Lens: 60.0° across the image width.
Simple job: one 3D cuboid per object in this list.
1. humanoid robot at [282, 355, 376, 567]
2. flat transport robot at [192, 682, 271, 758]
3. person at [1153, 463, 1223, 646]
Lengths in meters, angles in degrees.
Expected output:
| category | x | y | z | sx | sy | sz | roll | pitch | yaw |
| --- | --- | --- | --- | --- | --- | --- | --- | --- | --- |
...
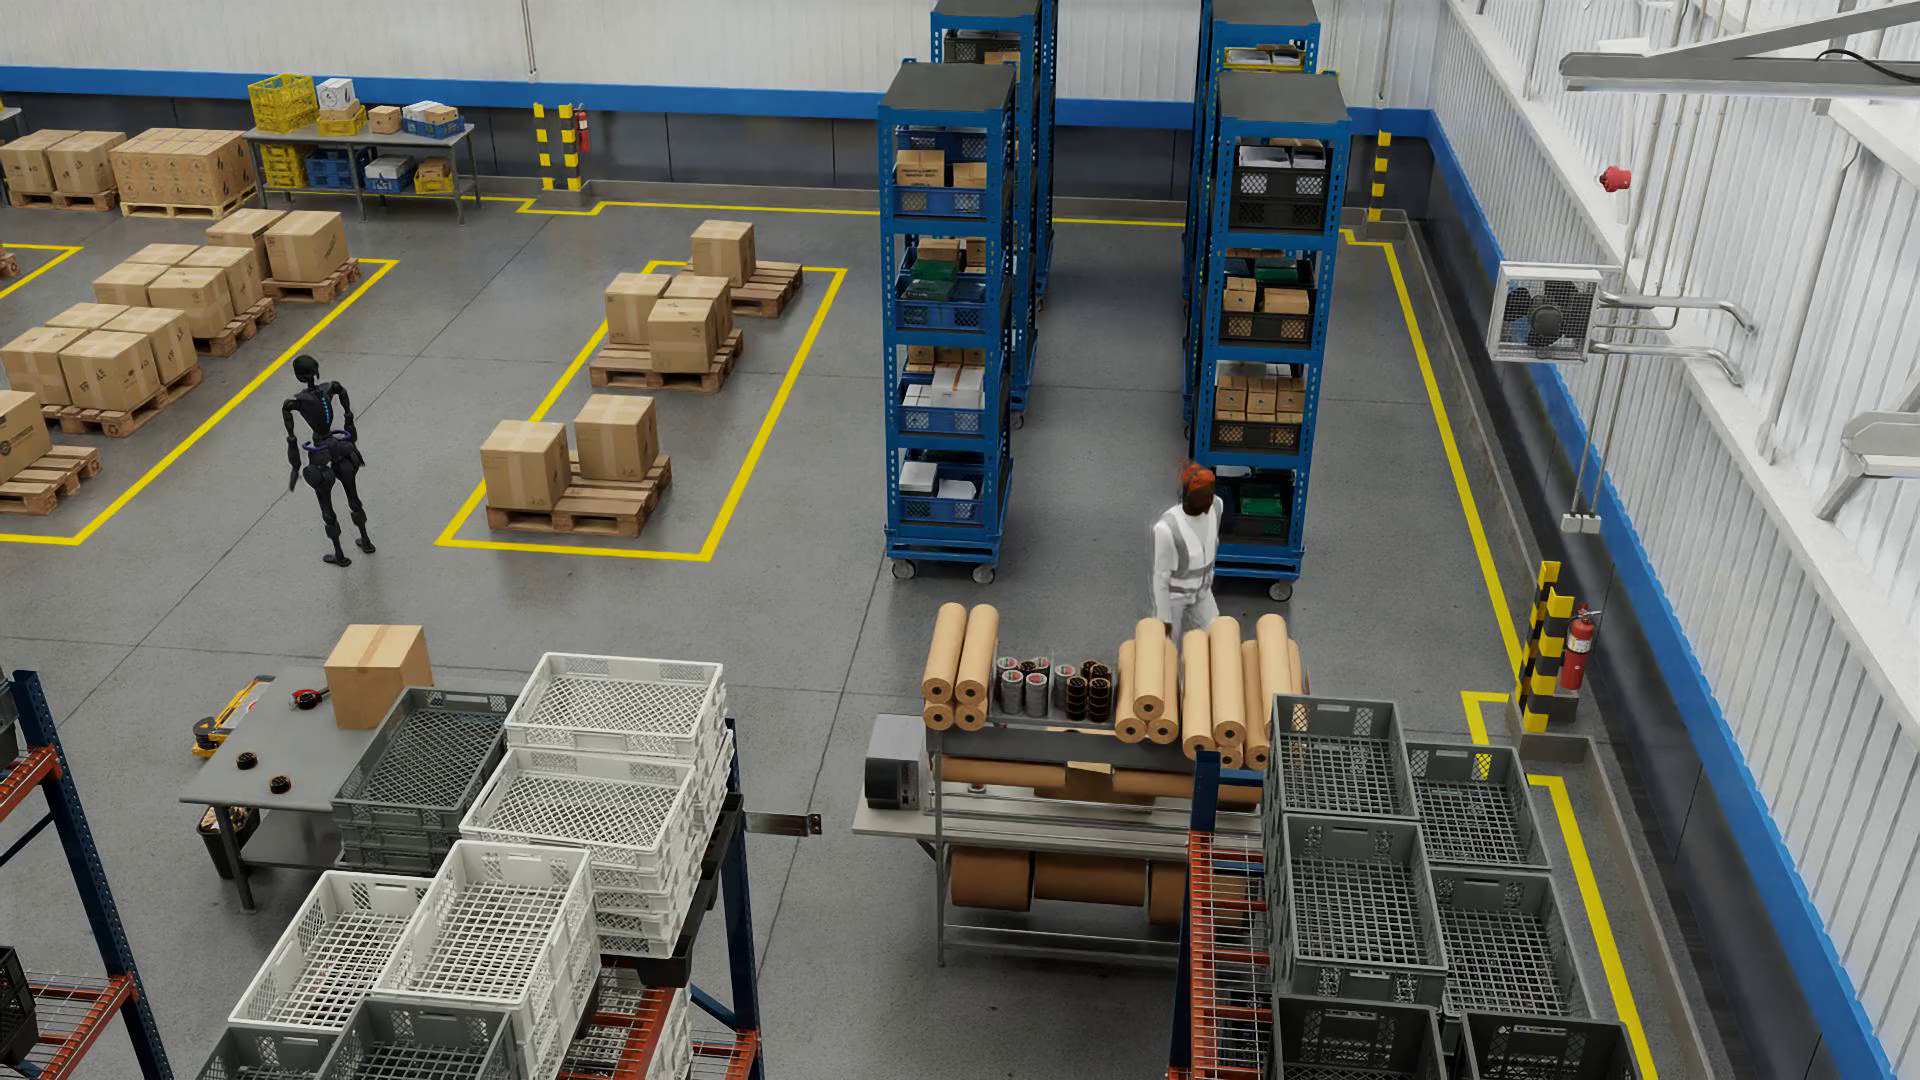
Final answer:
| category | x | y | z | sx | sy | sz | roll | pitch | yaw |
| --- | --- | --- | --- | --- | --- | --- | --- | --- | --- |
| humanoid robot | -4.686 | -0.606 | 12.301 | 0.327 | 1.657 | 0.586 | 21 | 36 | 32 |
| flat transport robot | -4.089 | 1.163 | 10.648 | 1.431 | 0.197 | 0.652 | 3 | 30 | 6 |
| person | 1.471 | 0.373 | 10.442 | 0.619 | 1.863 | 0.669 | -22 | 37 | -33 |
